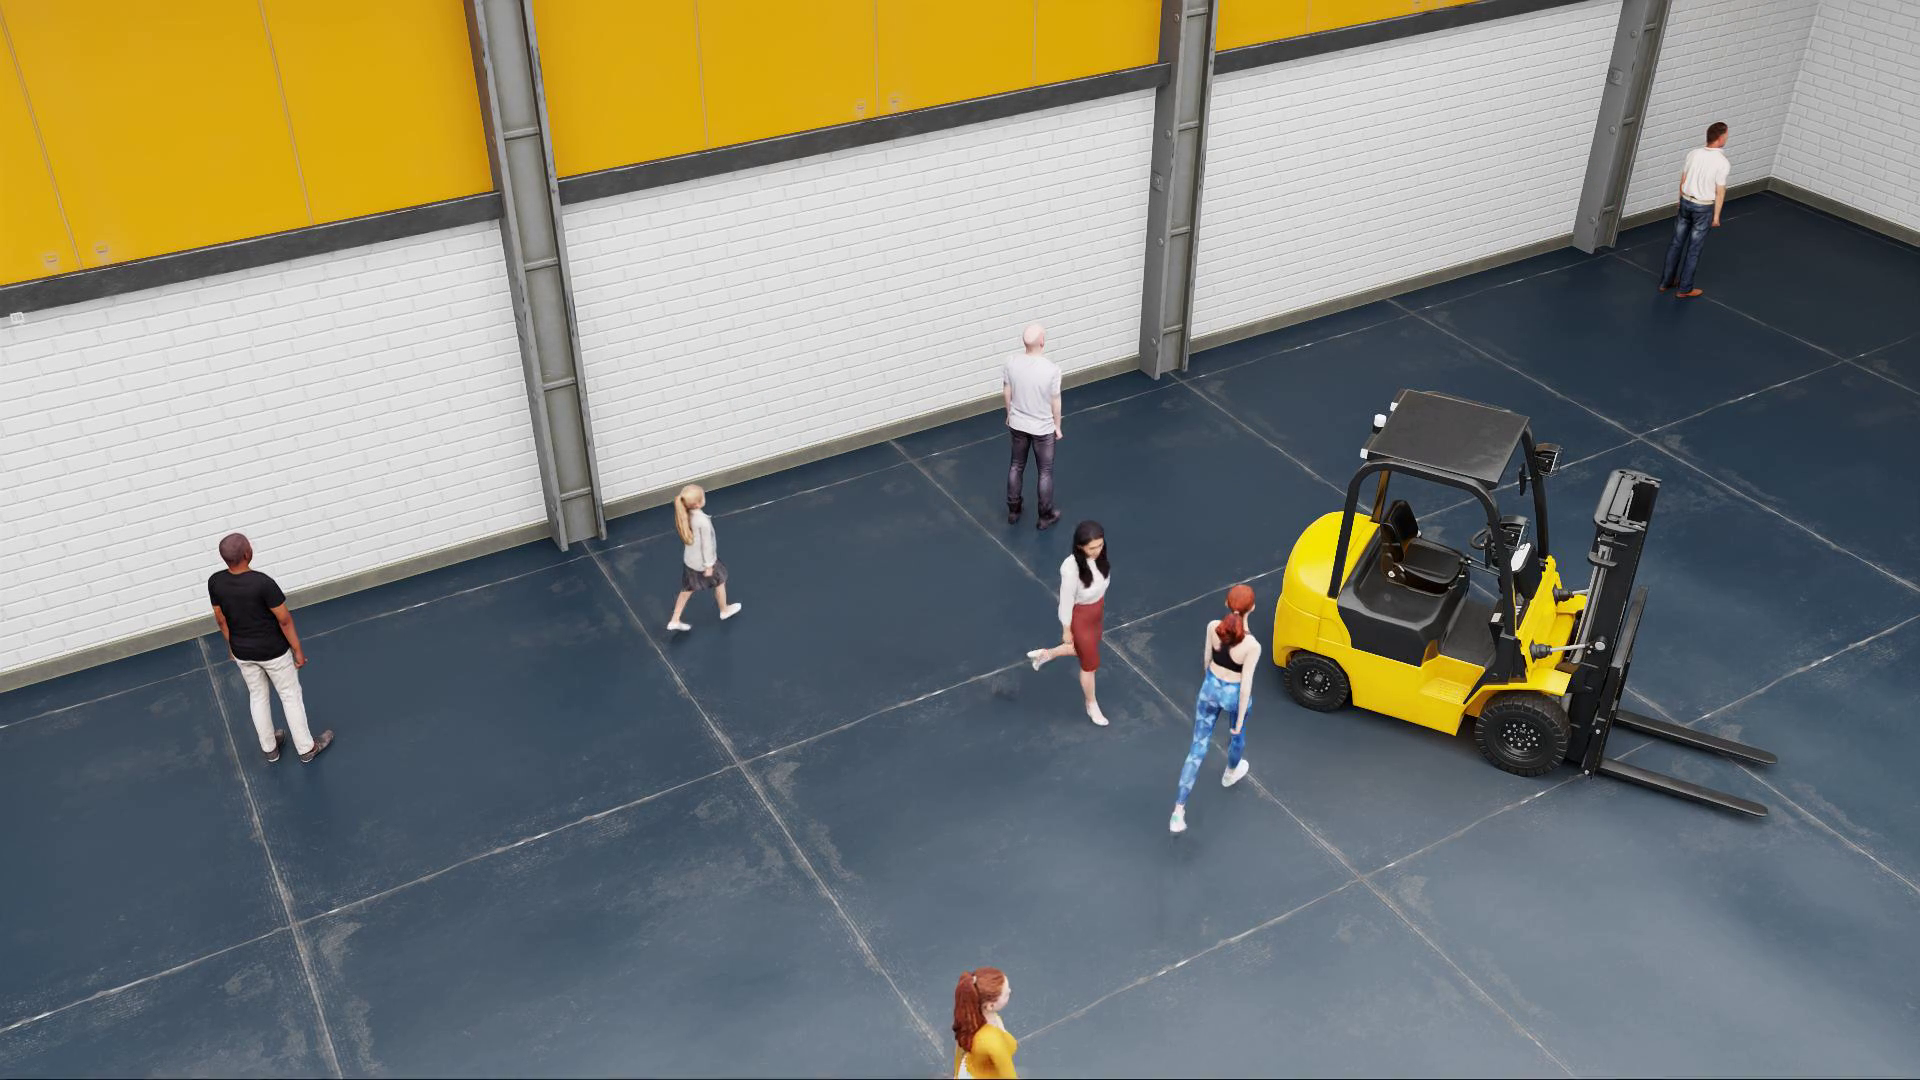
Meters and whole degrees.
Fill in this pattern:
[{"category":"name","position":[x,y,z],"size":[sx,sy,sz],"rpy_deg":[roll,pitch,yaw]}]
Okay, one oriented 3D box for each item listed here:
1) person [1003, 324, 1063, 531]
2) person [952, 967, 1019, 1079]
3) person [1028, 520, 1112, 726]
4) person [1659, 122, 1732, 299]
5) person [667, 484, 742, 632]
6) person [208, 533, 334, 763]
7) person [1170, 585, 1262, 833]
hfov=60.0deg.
[{"category":"person","position":[0.590,-0.935,13.631],"size":[0.752,1.832,0.777],"rpy_deg":[15,36,21]},{"category":"person","position":[0.037,2.782,8.166],"size":[1.198,1.690,0.687],"rpy_deg":[-14,36,-20]},{"category":"person","position":[0.800,0.550,11.491],"size":[0.865,1.728,0.943],"rpy_deg":[23,40,30]},{"category":"person","position":[7.700,-3.462,17.416],"size":[0.551,1.850,0.657],"rpy_deg":[-18,38,-25]},{"category":"person","position":[-2.007,0.156,12.510],"size":[0.659,1.255,0.914],"rpy_deg":[28,43,36]},{"category":"person","position":[-4.680,0.732,11.148],"size":[0.724,1.804,0.825],"rpy_deg":[3,34,4]},{"category":"person","position":[1.640,1.110,10.633],"size":[0.927,1.744,1.292],"rpy_deg":[21,39,28]}]
